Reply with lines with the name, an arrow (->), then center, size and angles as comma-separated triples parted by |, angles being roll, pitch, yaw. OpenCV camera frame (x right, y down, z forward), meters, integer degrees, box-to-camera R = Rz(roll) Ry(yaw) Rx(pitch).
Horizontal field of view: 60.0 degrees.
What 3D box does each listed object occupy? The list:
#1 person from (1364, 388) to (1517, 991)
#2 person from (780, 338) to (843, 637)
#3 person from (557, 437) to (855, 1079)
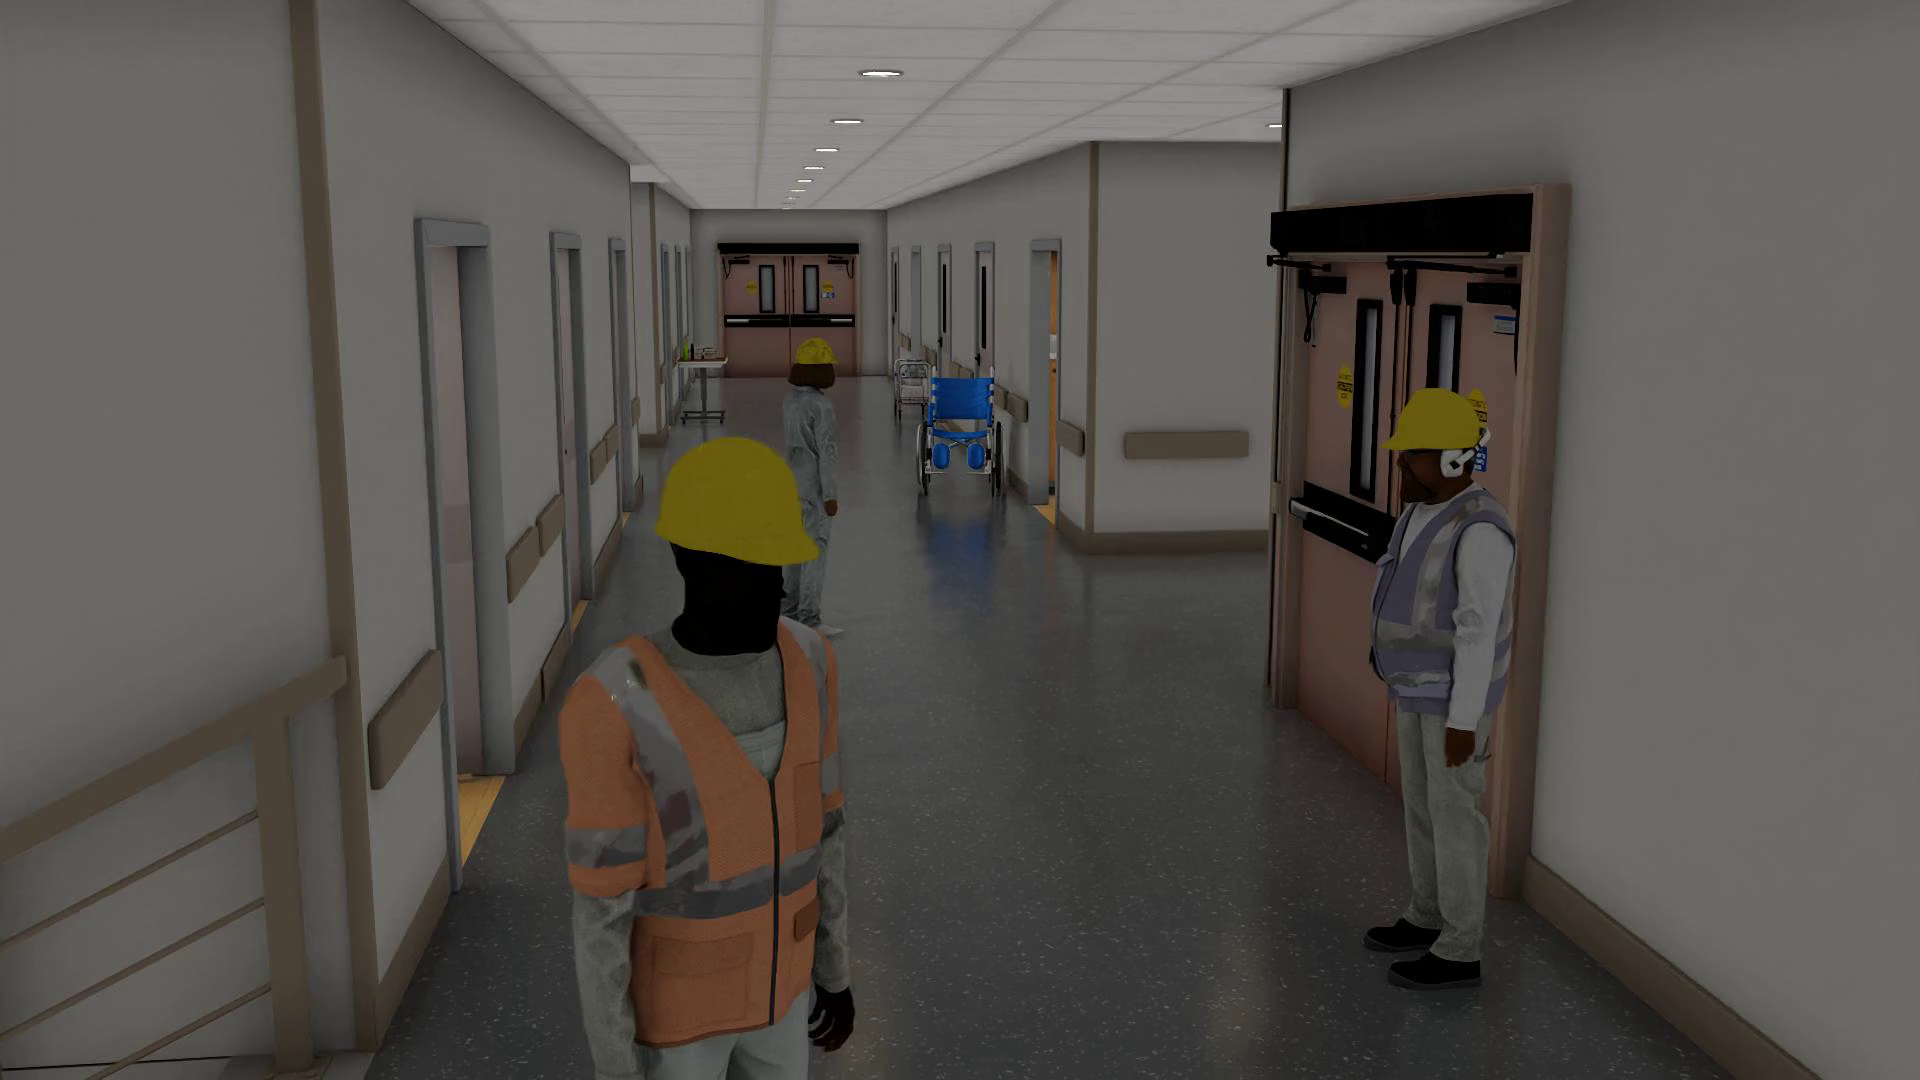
person -> 1.447, 0.450, 5.064 | 0.404, 1.824, 0.586 | -1, 10, -6
person -> -0.858, -0.300, 9.670 | 0.345, 1.737, 0.487 | -7, 12, -35
person -> -0.399, 0.775, 2.886 | 0.397, 1.920, 0.586 | 8, 13, 39
